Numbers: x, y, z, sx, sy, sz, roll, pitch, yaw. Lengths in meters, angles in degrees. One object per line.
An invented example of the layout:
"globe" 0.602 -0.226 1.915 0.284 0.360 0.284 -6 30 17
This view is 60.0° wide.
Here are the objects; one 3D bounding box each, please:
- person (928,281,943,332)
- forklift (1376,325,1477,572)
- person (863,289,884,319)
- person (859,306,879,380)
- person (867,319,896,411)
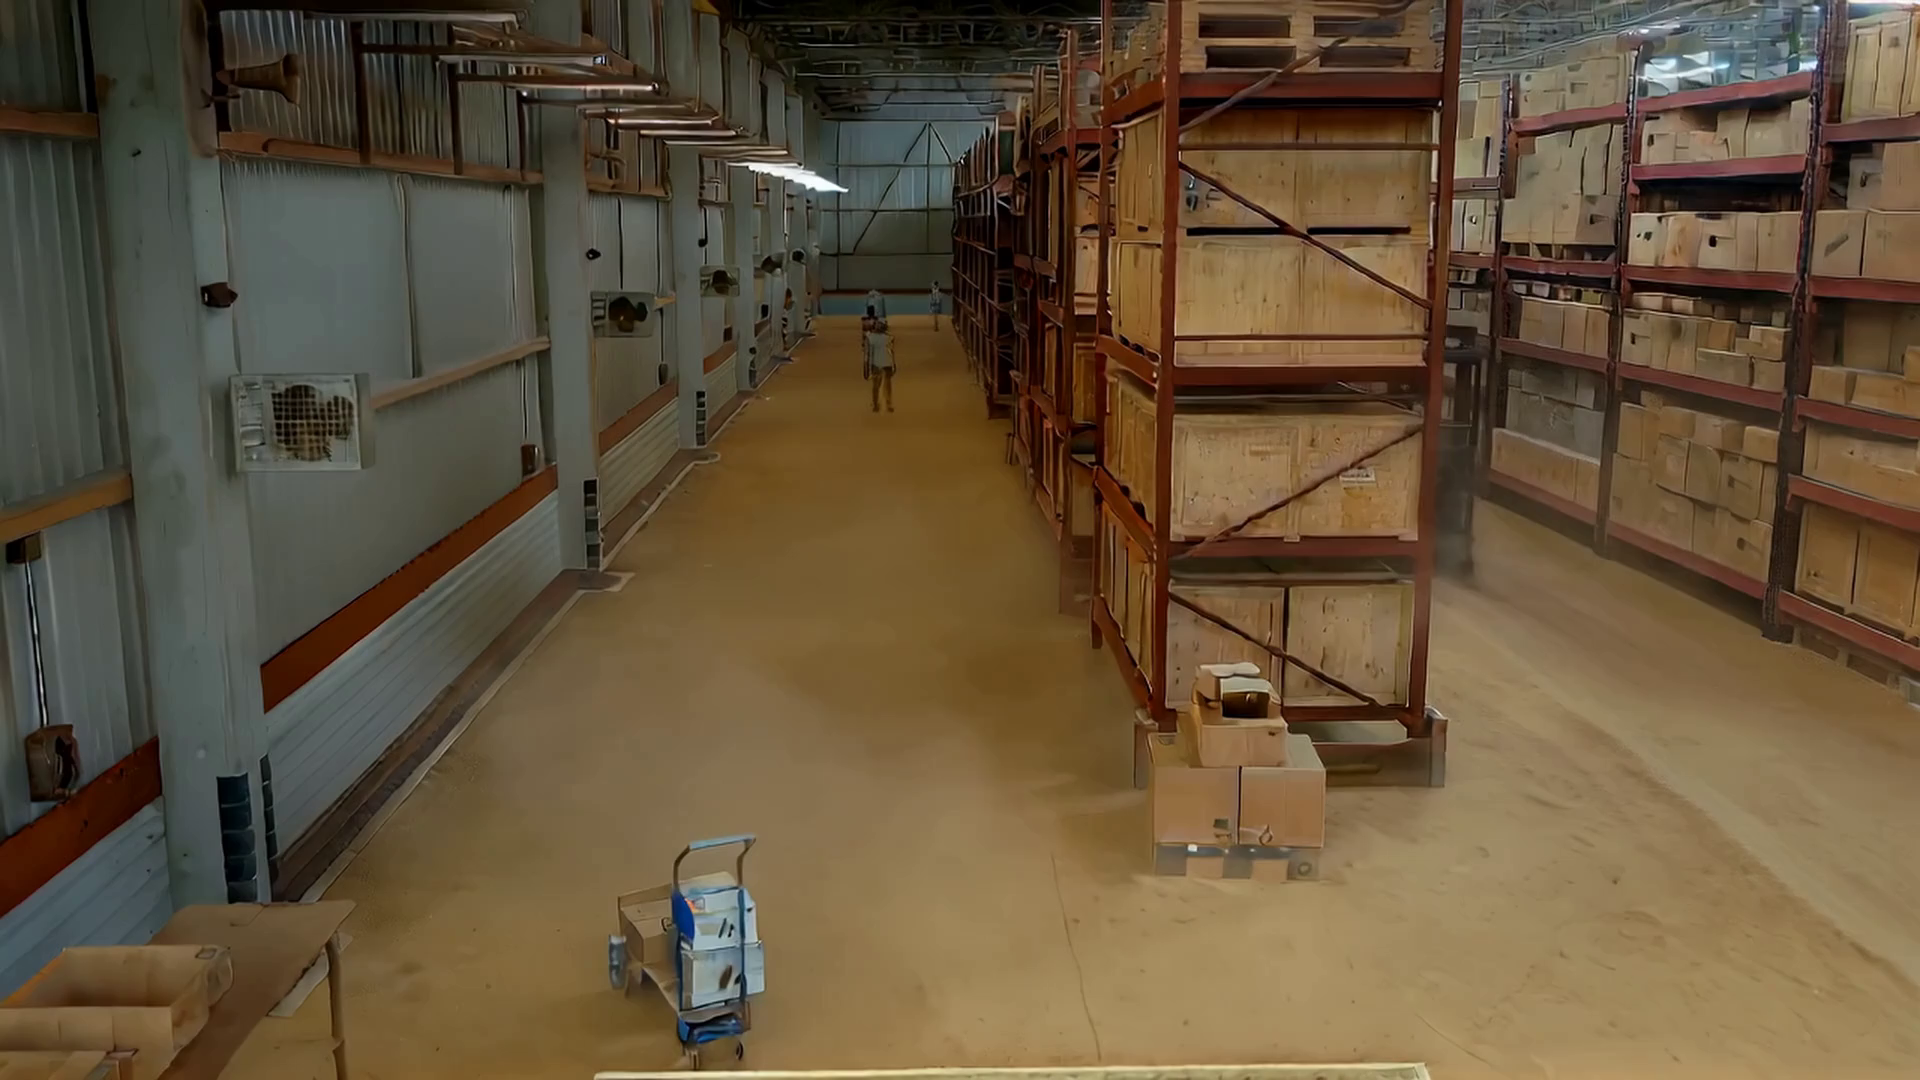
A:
"person" -0.890 -8.679 61.651 0.571 1.883 0.958 2 11 9
"forklift" 5.639 -1.176 19.966 1.129 2.768 1.873 3 11 15
"person" -2.811 -7.232 54.147 0.653 1.854 0.980 0 11 1
"person" -2.291 -5.045 42.647 0.599 1.907 0.405 -2 11 -9
"person" -1.674 -3.754 35.721 0.617 1.986 0.408 -3 11 -15
